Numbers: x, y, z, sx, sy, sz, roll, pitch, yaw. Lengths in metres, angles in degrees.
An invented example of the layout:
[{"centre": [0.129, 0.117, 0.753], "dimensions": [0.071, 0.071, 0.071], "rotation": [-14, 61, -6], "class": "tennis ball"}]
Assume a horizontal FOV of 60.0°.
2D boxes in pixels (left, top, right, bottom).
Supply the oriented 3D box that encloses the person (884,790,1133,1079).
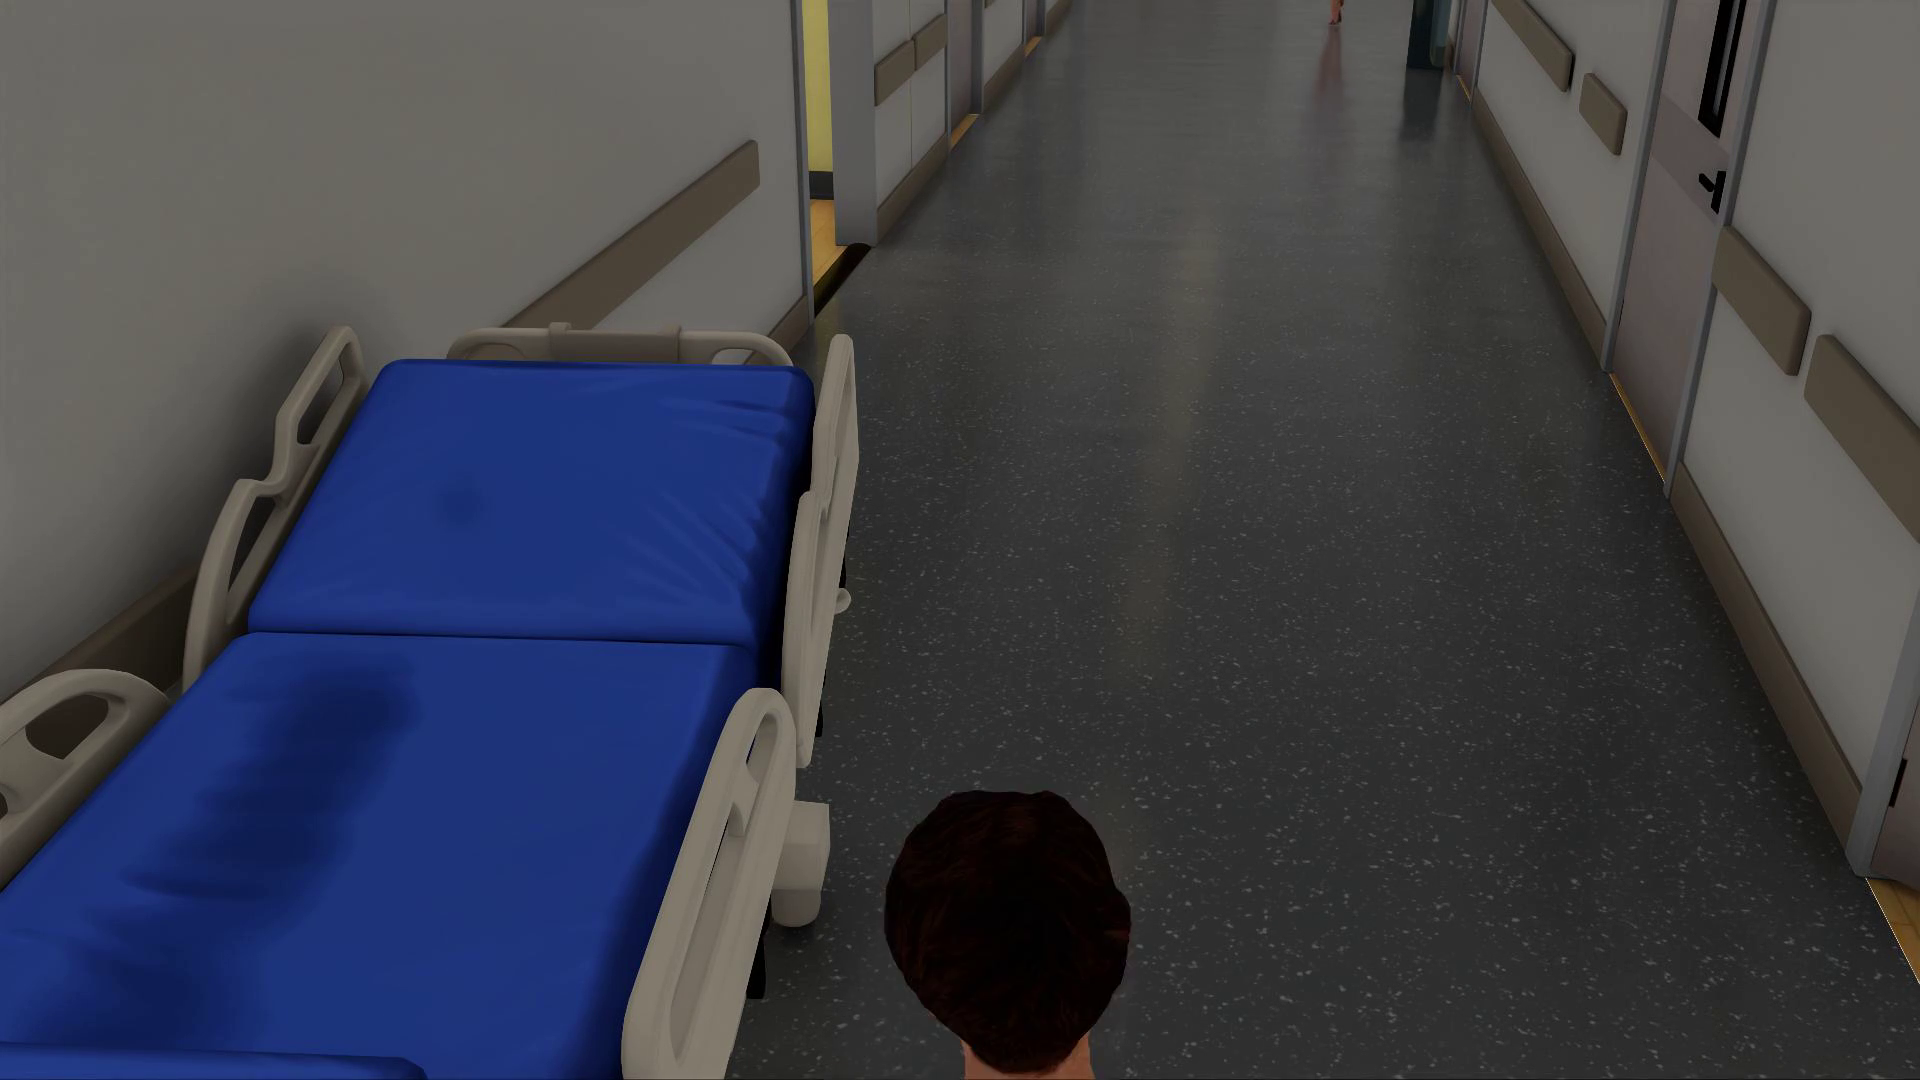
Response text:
[{"centre": [0.046, 1.046, 1.541], "dimensions": [1.098, 1.608, 0.798], "rotation": [9, 27, 19], "class": "person"}]
